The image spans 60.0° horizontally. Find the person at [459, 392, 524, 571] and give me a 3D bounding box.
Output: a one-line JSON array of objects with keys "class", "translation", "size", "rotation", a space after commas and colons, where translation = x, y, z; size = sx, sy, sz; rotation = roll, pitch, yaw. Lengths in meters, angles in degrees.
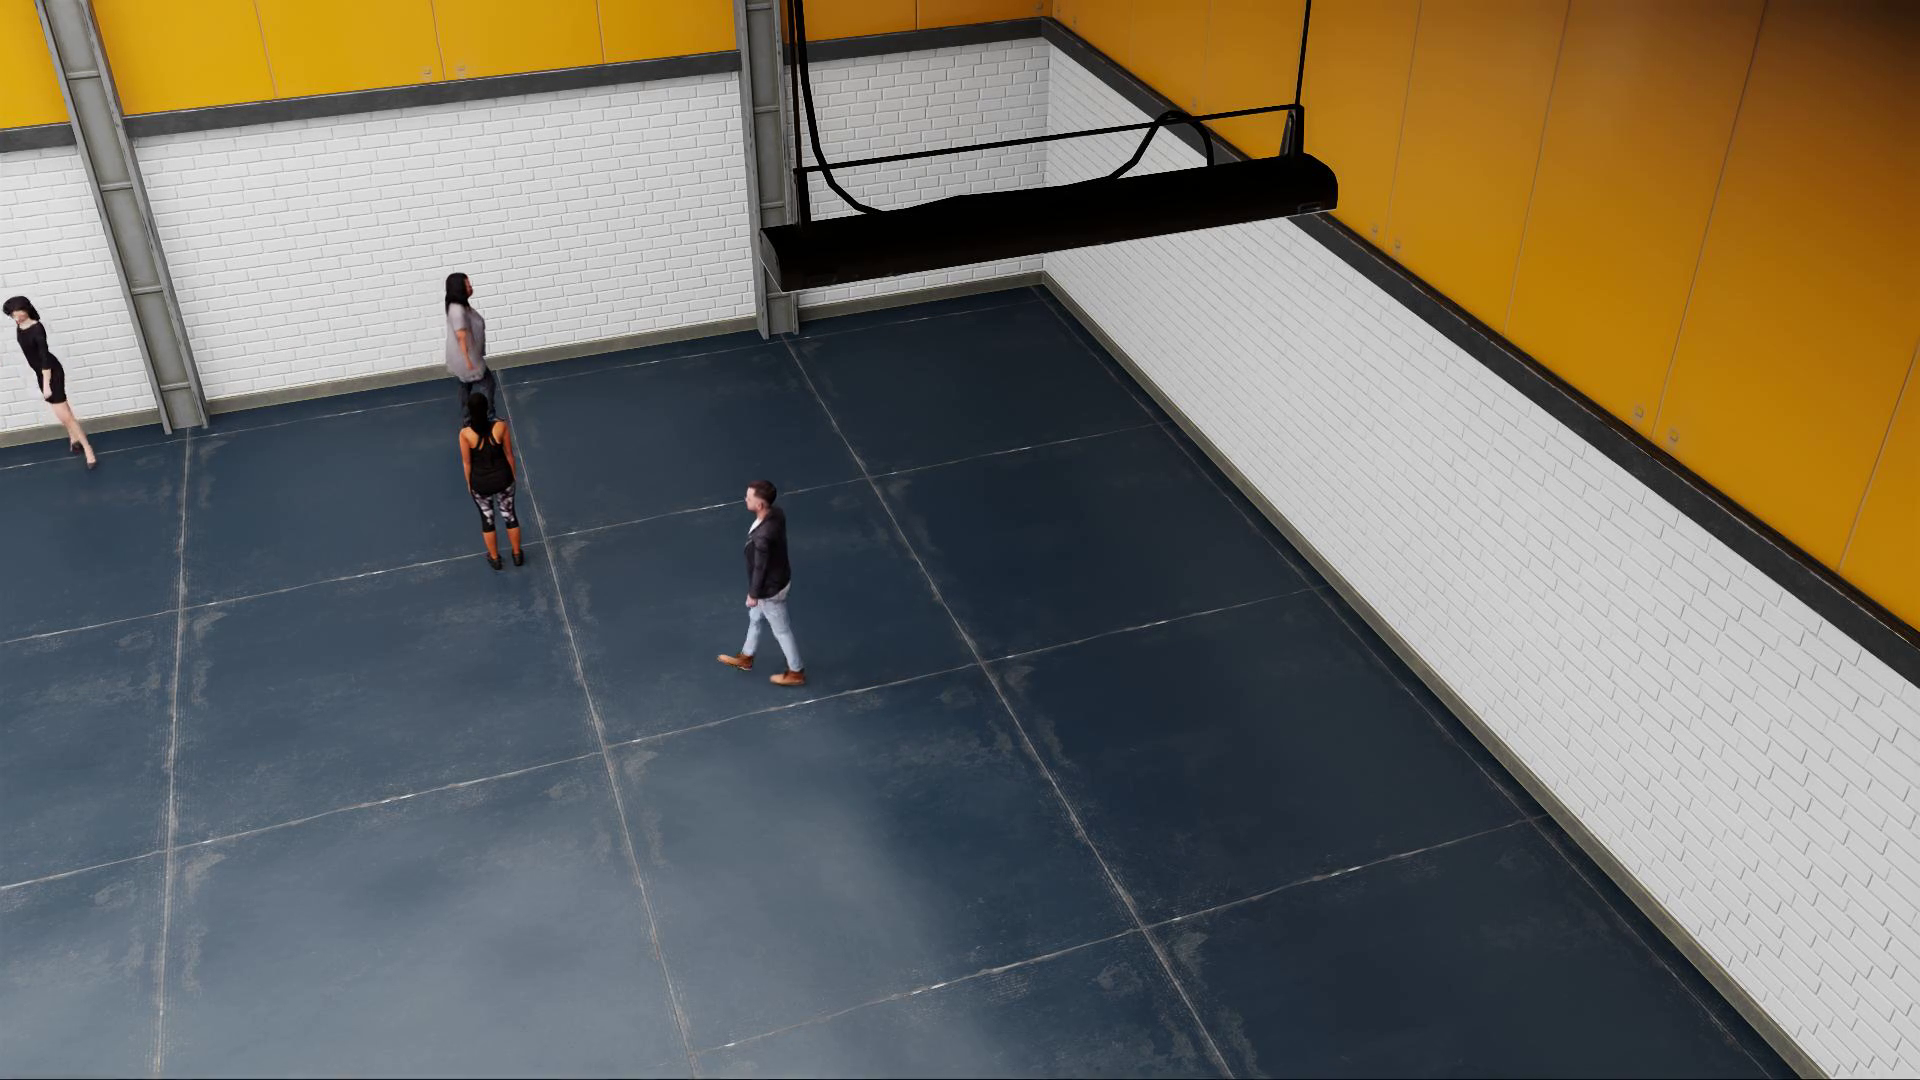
[{"class": "person", "translation": [-3.928, -0.507, 13.932], "size": [0.484, 1.664, 0.652], "rotation": [-16, 37, -23]}]

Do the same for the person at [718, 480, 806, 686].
[{"class": "person", "translation": [-1.333, 0.352, 12.504], "size": [1.059, 1.815, 0.907], "rotation": [2, 34, 4]}]

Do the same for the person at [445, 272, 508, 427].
[{"class": "person", "translation": [-4.804, -1.789, 15.921], "size": [0.722, 1.598, 0.680], "rotation": [-16, 37, -22]}]

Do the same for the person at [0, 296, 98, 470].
[{"class": "person", "translation": [-8.382, -1.513, 15.343], "size": [0.679, 1.778, 0.762], "rotation": [-14, 36, -20]}]
